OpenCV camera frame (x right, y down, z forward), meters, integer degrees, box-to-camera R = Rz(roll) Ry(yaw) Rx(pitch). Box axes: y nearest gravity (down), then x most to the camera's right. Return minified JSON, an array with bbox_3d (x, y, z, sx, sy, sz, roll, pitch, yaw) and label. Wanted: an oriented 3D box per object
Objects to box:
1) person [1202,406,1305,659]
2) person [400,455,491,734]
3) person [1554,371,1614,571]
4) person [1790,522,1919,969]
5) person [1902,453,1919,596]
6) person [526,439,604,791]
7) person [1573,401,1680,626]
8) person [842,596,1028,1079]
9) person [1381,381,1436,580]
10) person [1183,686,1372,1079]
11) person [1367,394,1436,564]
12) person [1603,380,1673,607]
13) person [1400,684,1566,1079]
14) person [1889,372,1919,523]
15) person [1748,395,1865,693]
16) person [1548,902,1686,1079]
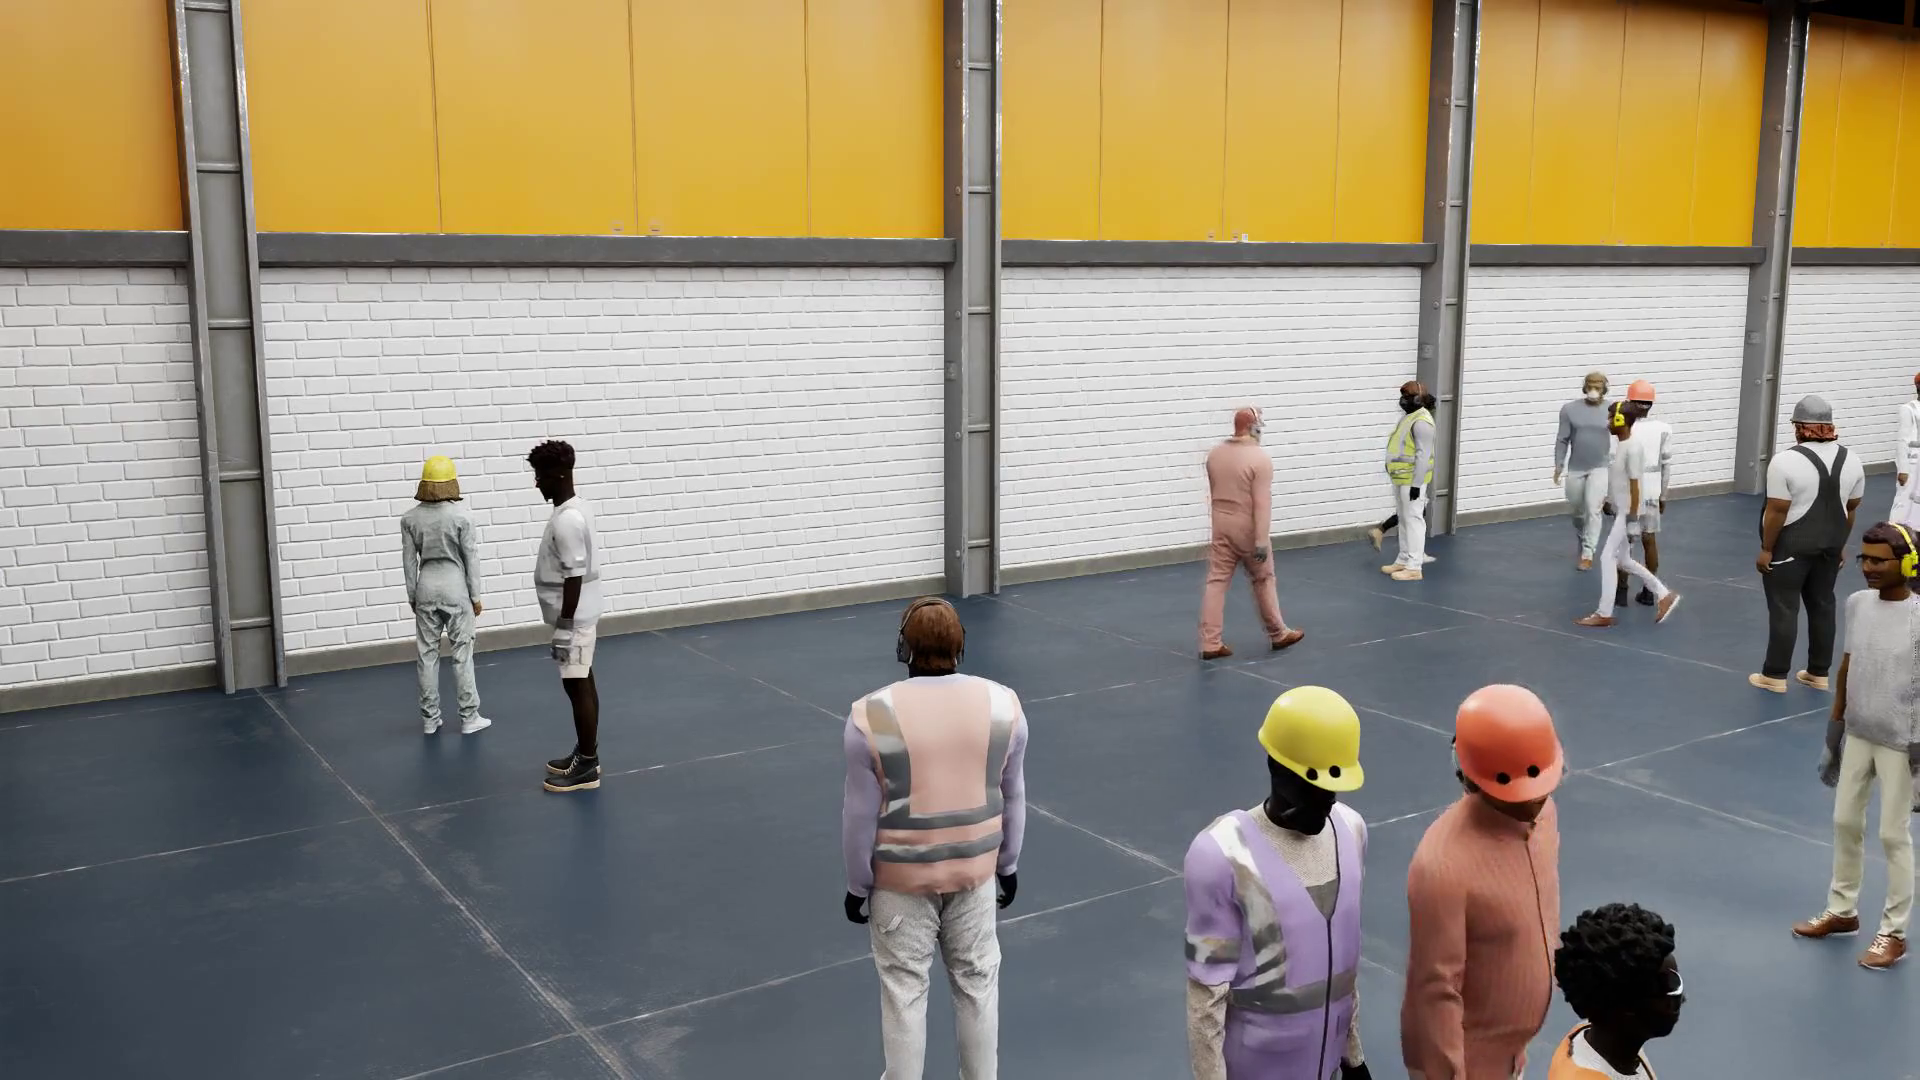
[{"bbox_3d":[2.170,-0.061,12.380,0.950,1.862,0.668,-7,12,-37],"label":"person"},{"bbox_3d":[-3.202,0.342,10.343,0.484,1.744,0.294,1,9,4],"label":"person"},{"bbox_3d":[6.109,-0.692,16.104,0.638,1.914,0.817,6,11,34],"label":"person"},{"bbox_3d":[3.853,0.850,6.947,0.315,1.859,0.602,-3,10,-19],"label":"person"},{"bbox_3d":[7.141,-0.055,12.210,0.374,1.916,0.596,3,10,19],"label":"person"},{"bbox_3d":[-2.181,0.414,9.260,0.381,1.959,0.600,-1,9,-7],"label":"person"},{"bbox_3d":[5.415,-0.198,13.365,0.767,1.839,0.608,2,10,13],"label":"person"},{"bbox_3d":[-0.092,1.095,5.511,0.633,1.843,0.429,-3,10,-19],"label":"person"},{"bbox_3d":[4.161,-0.555,15.442,0.429,1.846,0.633,0,9,1],"label":"person"},{"bbox_3d":[0.808,1.288,4.120,0.585,1.917,0.382,-7,12,-36],"label":"person"},{"bbox_3d":[4.349,-0.599,16.206,0.584,1.673,0.549,2,10,11],"label":"person"},{"bbox_3d":[5.764,-0.396,14.197,0.542,1.939,0.362,-1,9,-4],"label":"person"},{"bbox_3d":[1.331,1.261,4.215,0.467,1.943,0.791,7,12,38],"label":"person"},{"bbox_3d":[9.347,-0.707,16.243,0.576,1.882,0.362,-5,11,-30],"label":"person"},{"bbox_3d":[5.741,0.019,11.391,0.689,2.000,0.539,-2,10,-11],"label":"person"},{"bbox_3d":[1.260,1.534,3.291,0.317,1.700,0.538,4,10,21],"label":"person"}]
